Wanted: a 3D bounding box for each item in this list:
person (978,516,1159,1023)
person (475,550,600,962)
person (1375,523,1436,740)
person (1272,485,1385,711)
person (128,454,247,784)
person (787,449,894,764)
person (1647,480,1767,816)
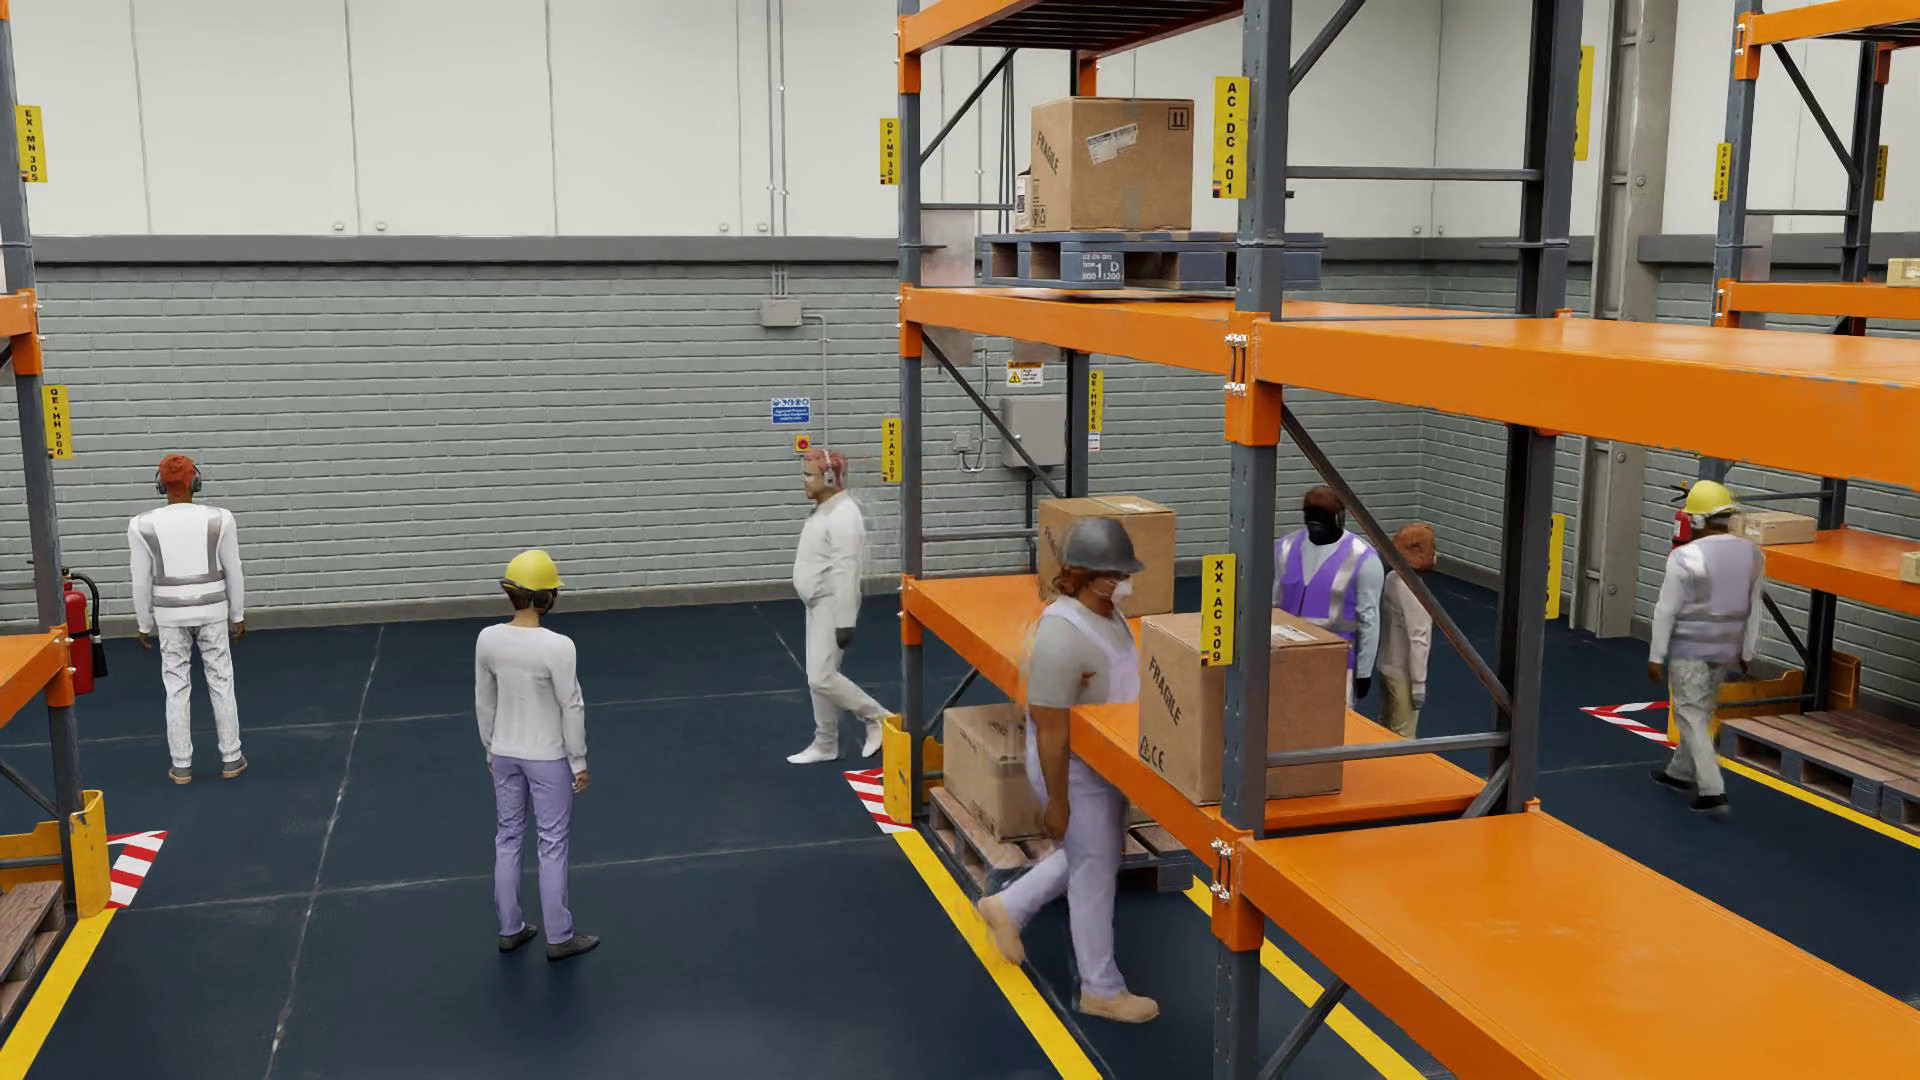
[{"bbox_3d":[0.437,0.875,6.586,0.741,2.000,0.687,3,10,18],"label":"person"},{"bbox_3d":[-1.815,0.917,7.134,0.533,1.766,0.326,4,11,24],"label":"person"},{"bbox_3d":[2.311,0.715,8.653,0.282,1.633,0.501,-1,10,-3],"label":"person"},{"bbox_3d":[1.869,0.619,8.652,0.635,1.835,0.429,9,14,43],"label":"person"},{"bbox_3d":[-4.375,0.446,9.467,0.574,1.887,0.355,-4,11,-23],"label":"person"},{"bbox_3d":[-0.717,0.402,9.713,0.533,1.890,0.666,-3,10,-16],"label":"person"},{"bbox_3d":[4.006,0.573,8.983,0.608,1.814,0.691,-3,10,-16],"label":"person"}]
